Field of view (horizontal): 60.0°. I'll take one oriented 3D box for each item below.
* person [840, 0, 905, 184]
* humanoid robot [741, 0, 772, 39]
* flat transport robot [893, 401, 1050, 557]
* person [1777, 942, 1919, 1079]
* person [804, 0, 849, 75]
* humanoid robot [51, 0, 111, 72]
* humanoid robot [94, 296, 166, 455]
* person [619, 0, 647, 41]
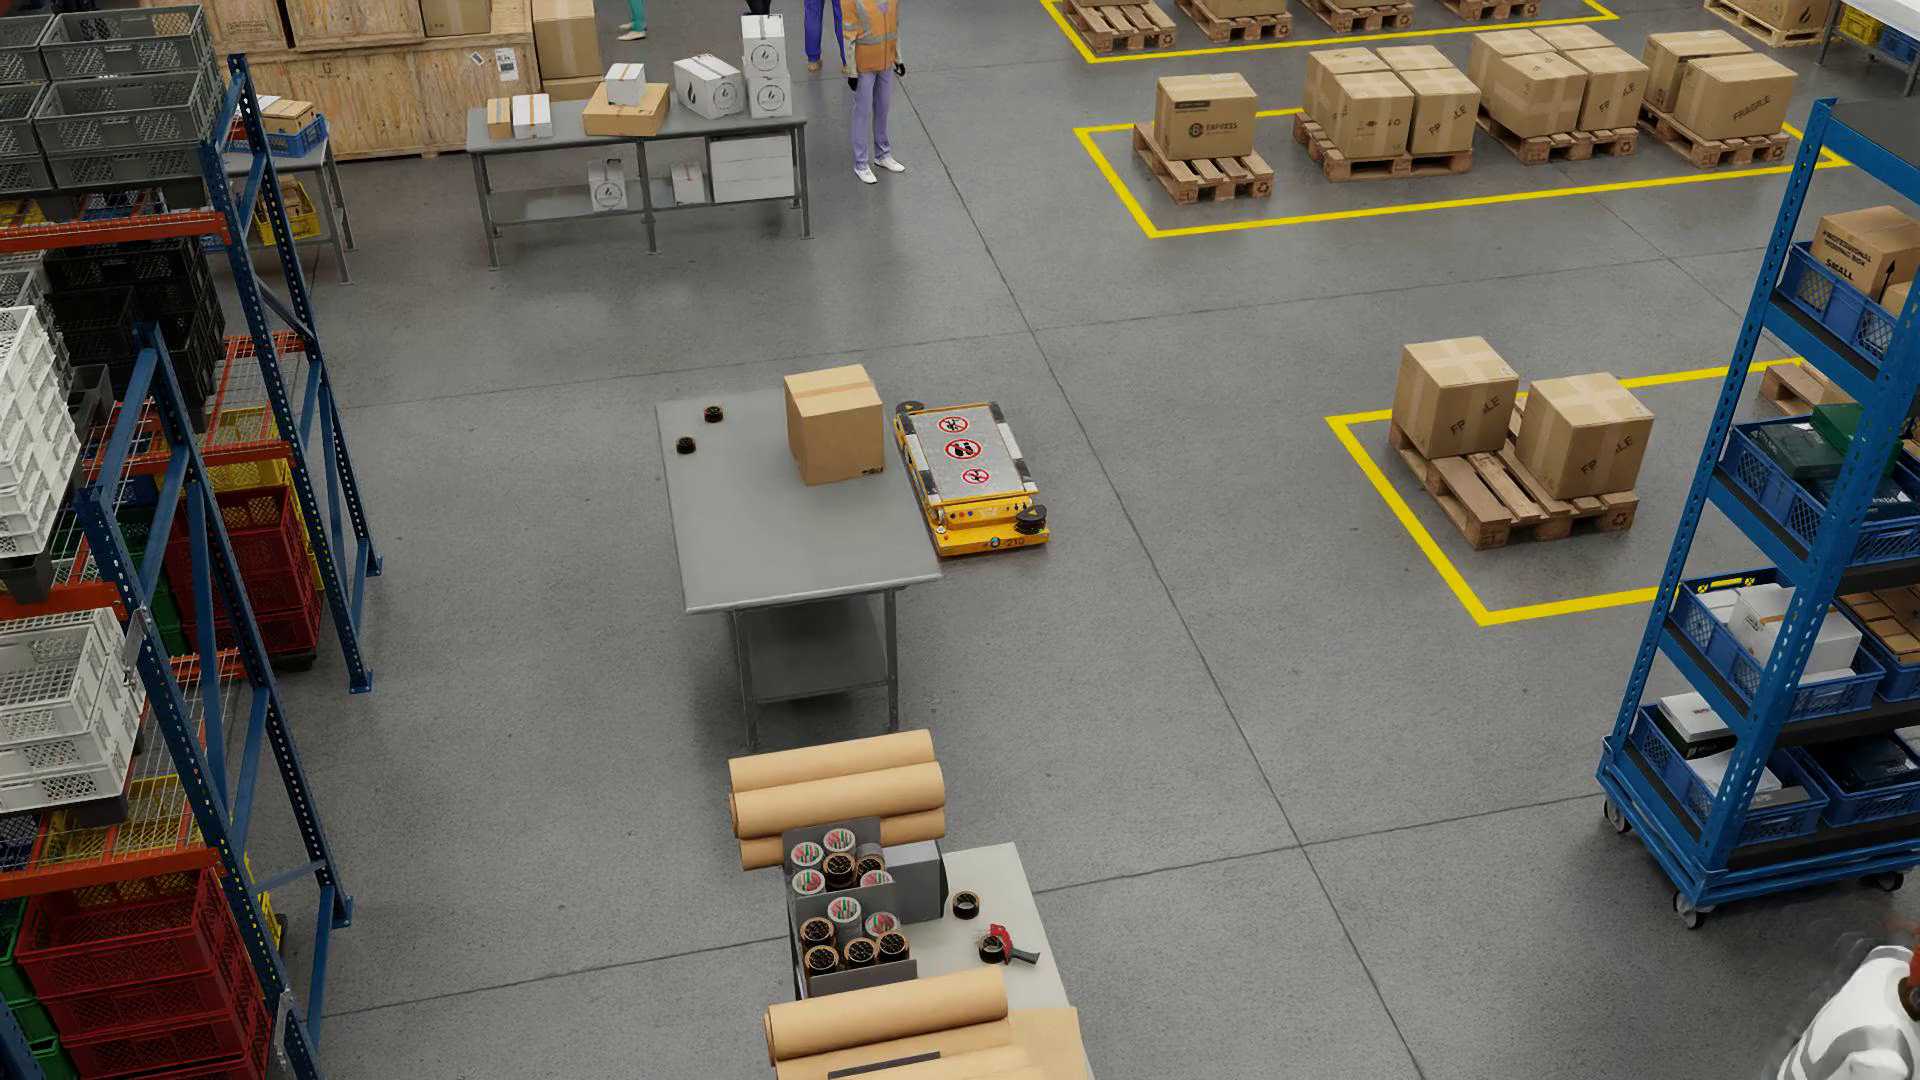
[{"bbox_3d":[-0.674,-3.830,13.322,0.585,1.916,0.377,-31,46,-34],"label":"person"},{"bbox_3d":[-1.678,-4.239,14.067,0.320,1.651,0.567,-1,37,-2],"label":"humanoid robot"},{"bbox_3d":[0.046,-0.430,10.108,0.652,0.197,1.431,-8,37,-10],"label":"flat transport robot"},{"bbox_3d":[2.929,1.900,5.695,0.952,1.836,0.638,23,42,27],"label":"person"},{"bbox_3d":[-1.208,-5.307,15.204,0.686,2.000,0.536,8,37,11],"label":"person"},{"bbox_3d":[-7.267,-4.061,13.830,0.336,1.650,0.567,4,37,5],"label":"humanoid robot"},{"bbox_3d":[-4.604,-0.692,9.303,0.357,1.650,0.563,18,40,23],"label":"humanoid robot"},{"bbox_3d":[-3.261,-5.706,15.967,0.324,1.766,0.532,-3,37,-4],"label":"person"}]
